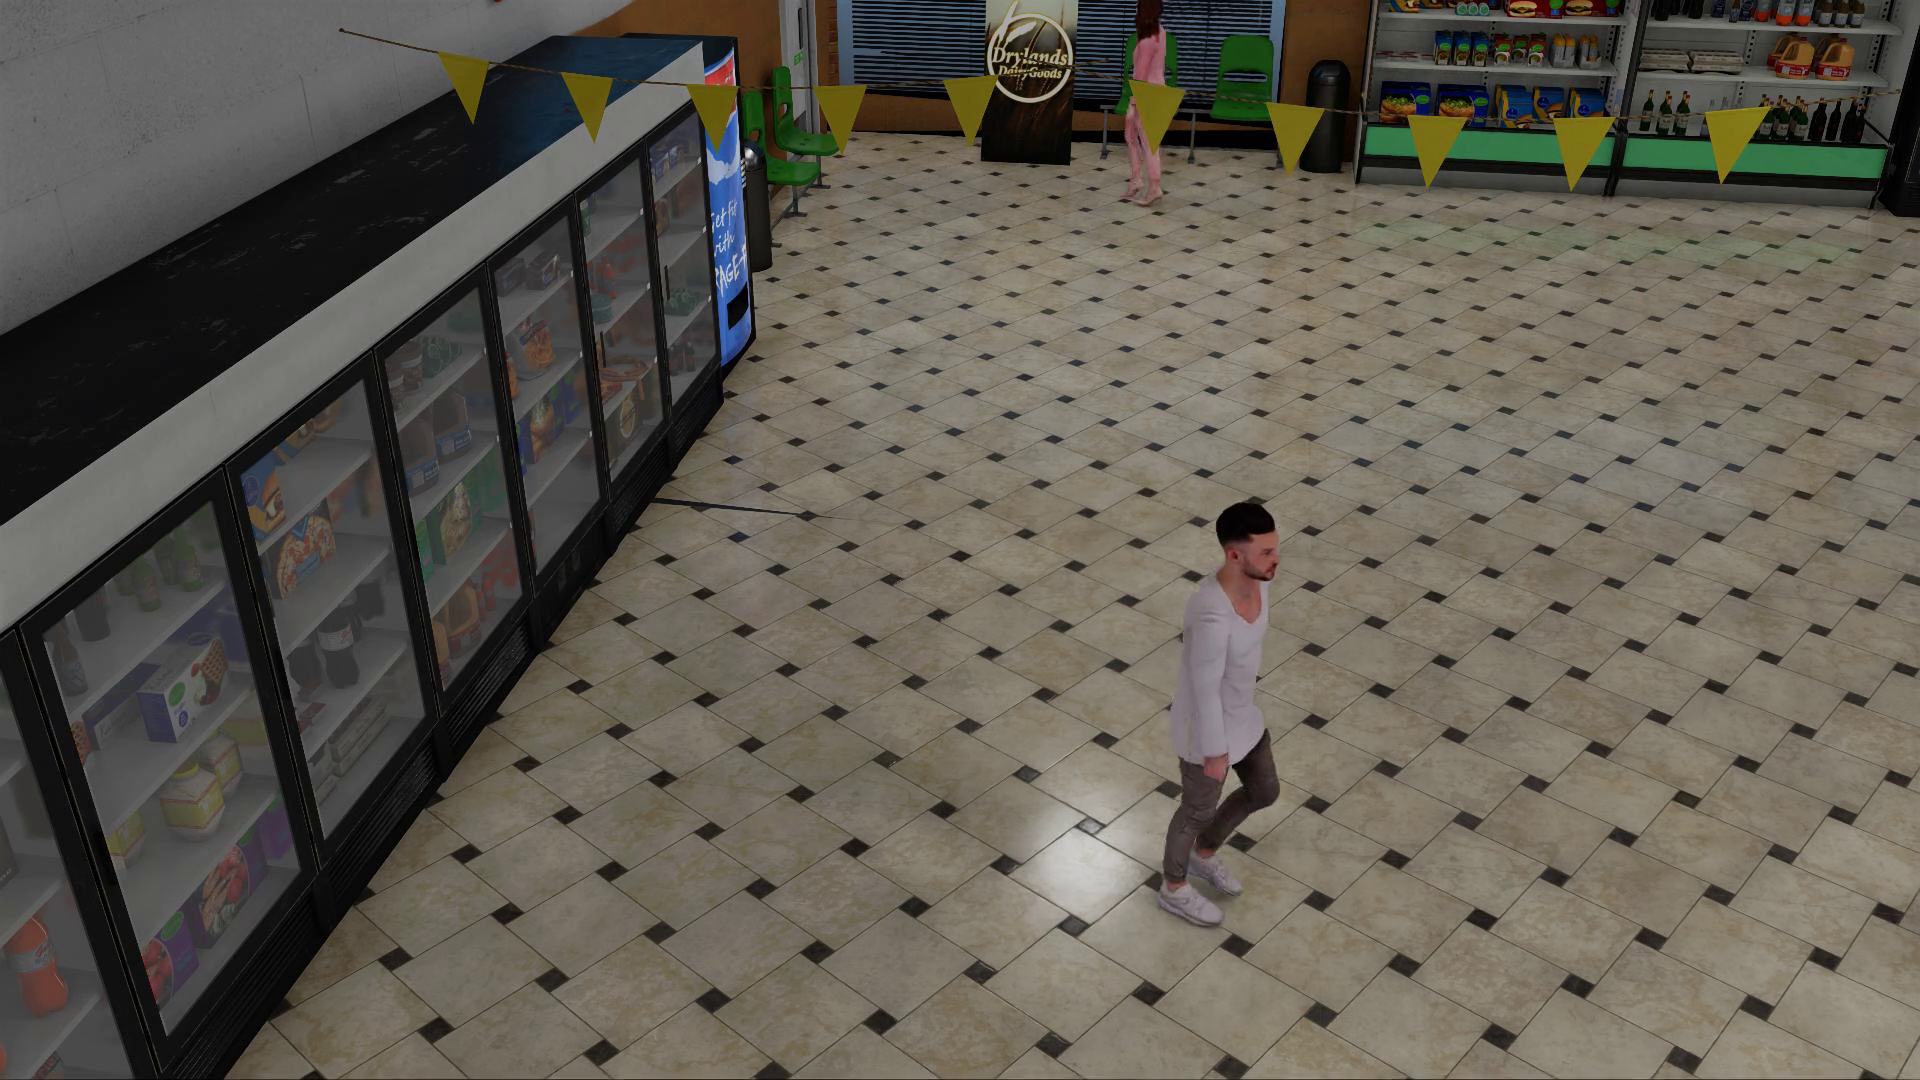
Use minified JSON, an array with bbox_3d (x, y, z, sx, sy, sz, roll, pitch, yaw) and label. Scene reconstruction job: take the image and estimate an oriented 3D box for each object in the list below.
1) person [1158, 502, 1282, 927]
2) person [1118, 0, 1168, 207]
[{"bbox_3d":[0.873,0.631,6.111,0.765,1.823,0.788,17,33,28],"label":"person"},{"bbox_3d":[1.674,-3.690,14.061,0.700,1.788,0.685,10,30,17],"label":"person"}]
